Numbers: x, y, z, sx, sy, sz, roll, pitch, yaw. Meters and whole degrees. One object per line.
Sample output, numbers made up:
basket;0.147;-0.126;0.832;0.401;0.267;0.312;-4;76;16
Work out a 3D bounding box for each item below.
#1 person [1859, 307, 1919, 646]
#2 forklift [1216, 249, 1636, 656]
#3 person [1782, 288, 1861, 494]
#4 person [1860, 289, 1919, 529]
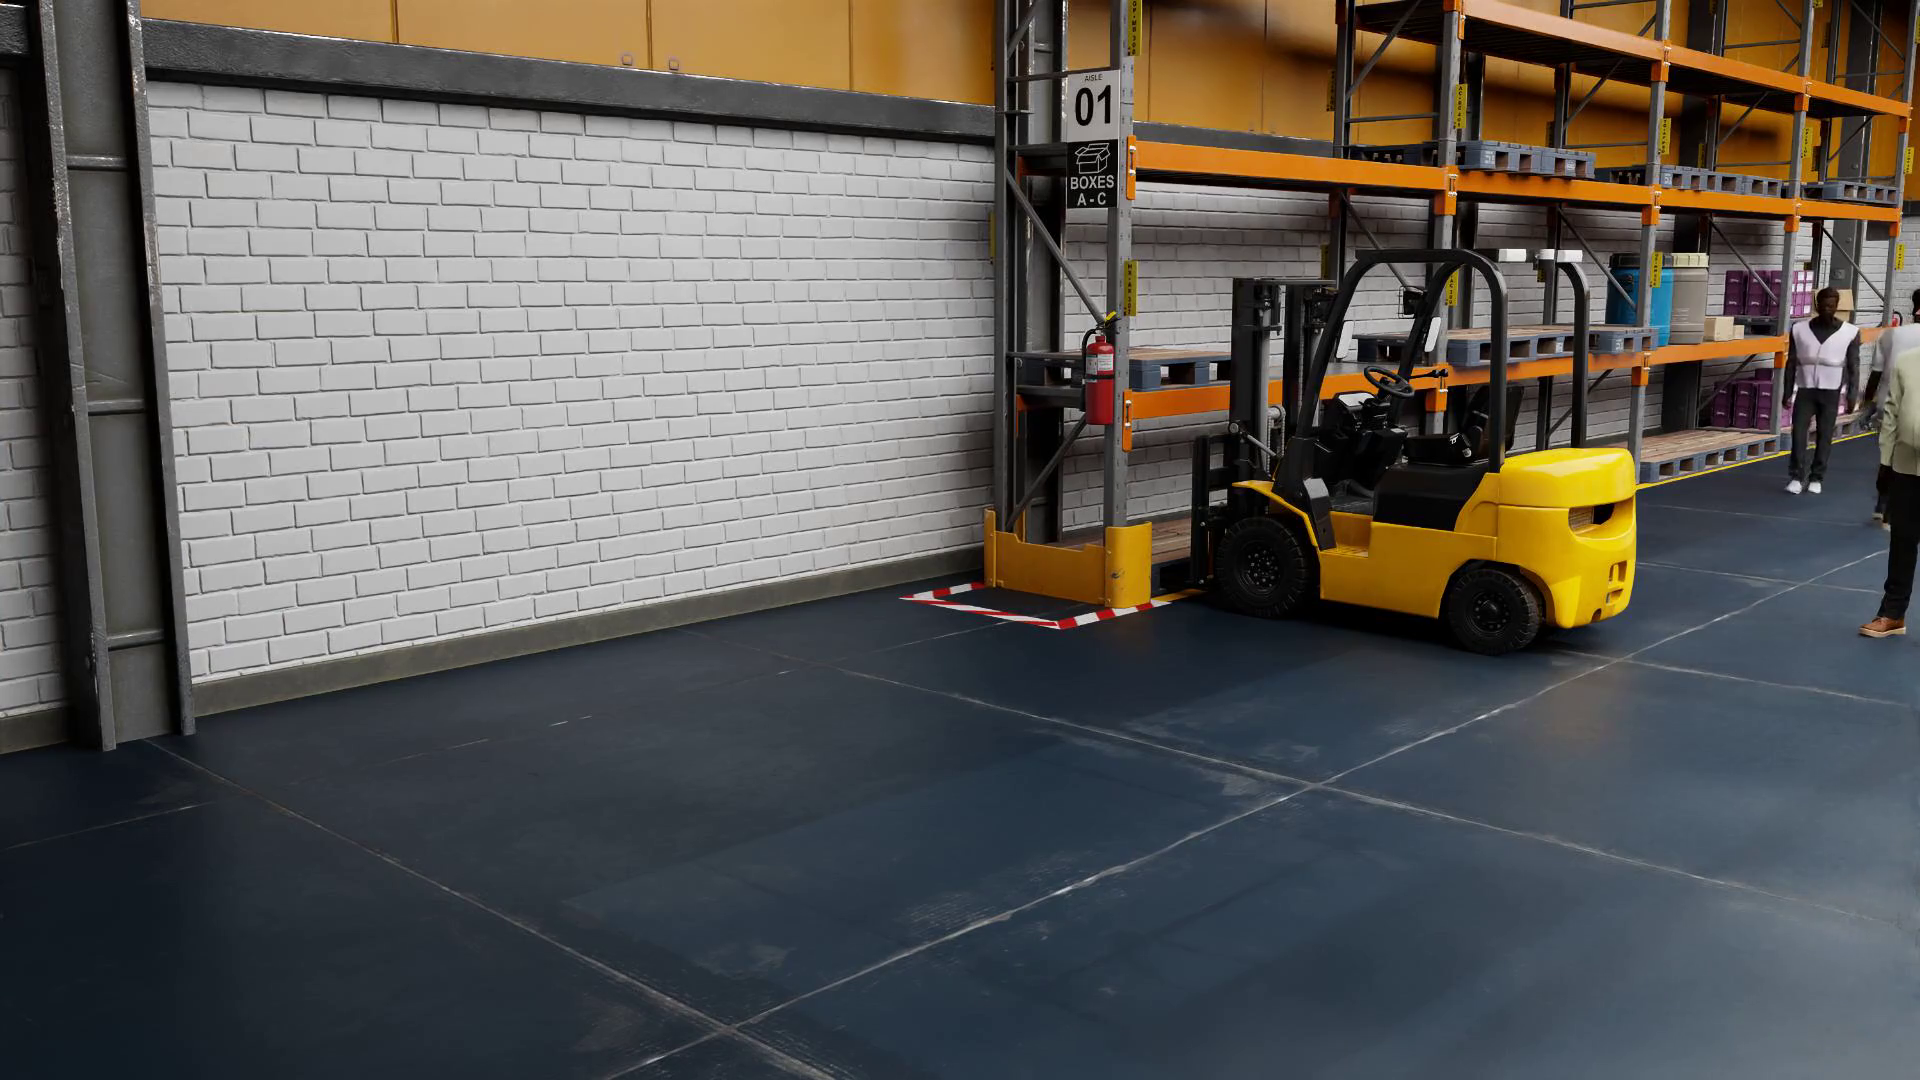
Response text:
person;5.350;-0.409;9.160;0.377;1.995;0.608;-6;11;-31
forklift;2.710;-0.584;9.626;2.313;2.155;1.214;9;13;43
person;7.829;-1.338;15.164;0.633;1.885;0.845;6;11;33
person;7.579;-1.045;13.263;0.616;1.923;0.628;-8;12;-40
